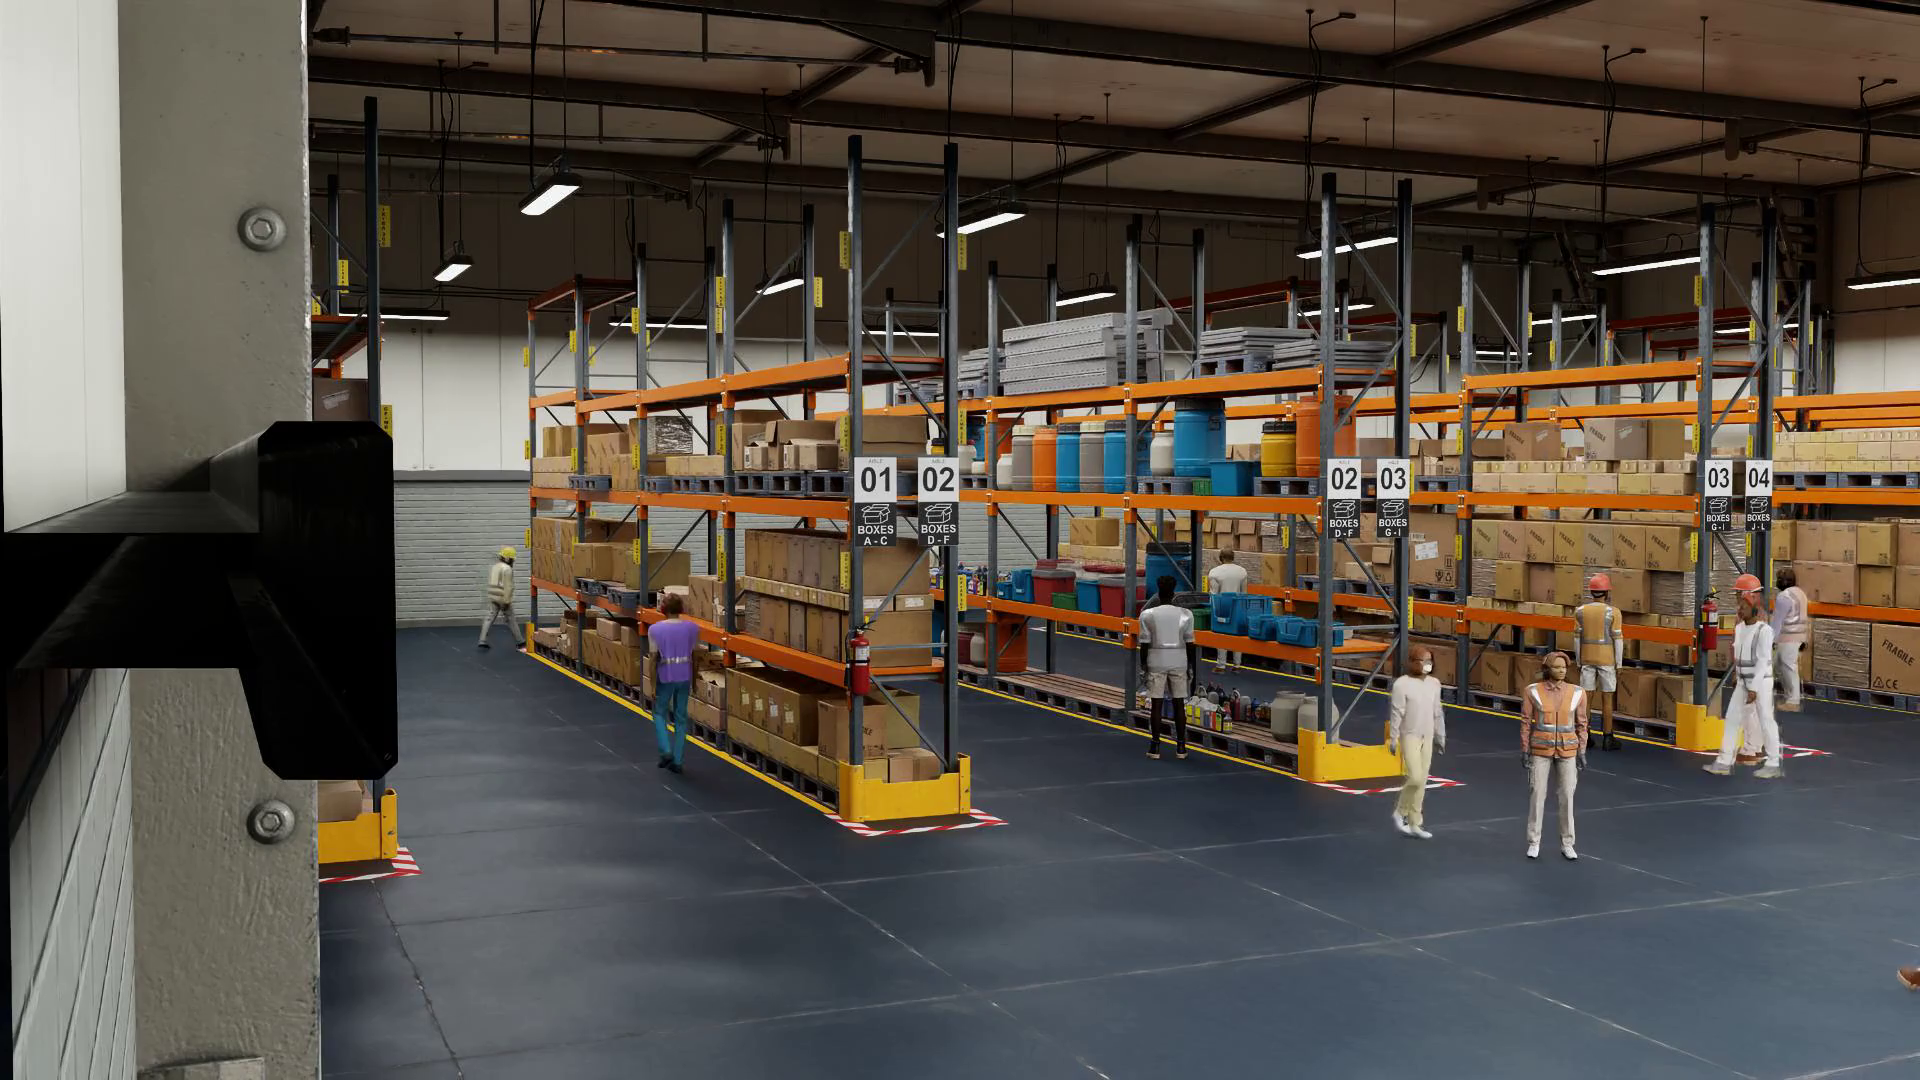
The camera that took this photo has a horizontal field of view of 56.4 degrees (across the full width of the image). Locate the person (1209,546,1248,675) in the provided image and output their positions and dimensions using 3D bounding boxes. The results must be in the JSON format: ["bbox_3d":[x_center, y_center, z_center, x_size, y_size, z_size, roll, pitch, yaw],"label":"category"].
[{"bbox_3d":[4.041,1.065,27.098,0.631,1.940,0.372,-1,2,-18],"label":"person"}]

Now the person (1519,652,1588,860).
[{"bbox_3d":[4.716,1.703,14.236,0.522,1.642,0.306,0,2,10],"label":"person"}]

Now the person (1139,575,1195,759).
[{"bbox_3d":[2.216,1.355,19.207,0.606,1.963,0.367,0,2,0],"label":"person"}]

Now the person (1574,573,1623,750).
[{"bbox_3d":[7.088,1.340,19.857,0.547,1.942,0.351,2,3,42],"label":"person"}]

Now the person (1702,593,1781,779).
[{"bbox_3d":[7.828,1.459,17.888,0.882,1.846,0.591,-1,2,-13],"label":"person"}]

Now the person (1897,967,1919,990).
[{"bbox_3d":[5.934,1.711,10.220,0.640,1.944,1.018,-1,3,-29],"label":"person"}]

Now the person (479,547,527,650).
[{"bbox_3d":[-7.836,1.015,30.755,0.956,1.766,0.662,-2,3,-44],"label":"person"}]

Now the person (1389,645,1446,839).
[{"bbox_3d":[3.843,1.681,14.972,0.523,1.617,0.340,-1,3,-30],"label":"person"}]

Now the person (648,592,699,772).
[{"bbox_3d":[-2.934,1.452,18.353,0.572,1.827,0.458,-1,2,-27],"label":"person"}]

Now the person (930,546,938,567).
[{"bbox_3d":[-0.455,0.756,34.550,0.407,1.987,0.614,1,3,33],"label":"person"}]

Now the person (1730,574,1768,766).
[{"bbox_3d":[8.280,1.354,18.831,0.378,1.995,0.612,2,3,40],"label":"person"}]

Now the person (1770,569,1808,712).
[{"bbox_3d":[10.573,1.282,22.960,0.527,1.825,0.646,2,3,43],"label":"person"}]
